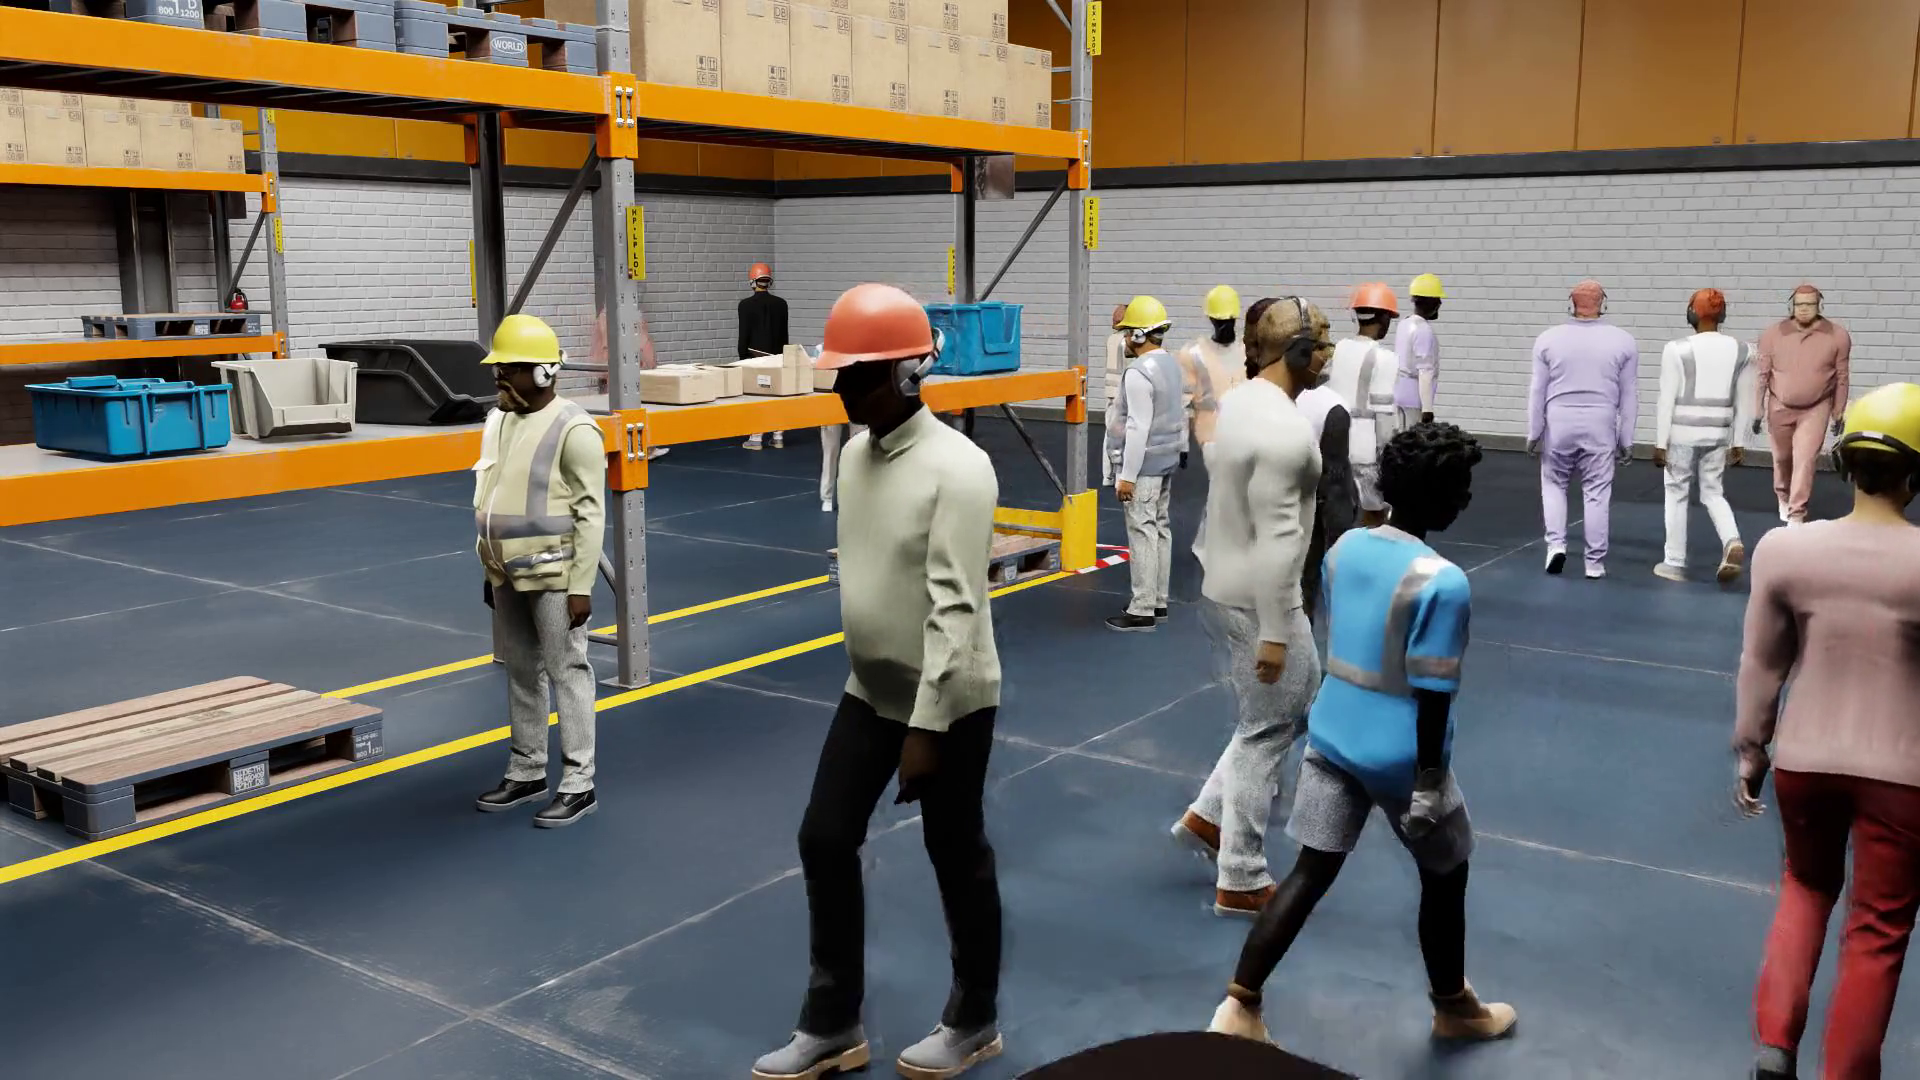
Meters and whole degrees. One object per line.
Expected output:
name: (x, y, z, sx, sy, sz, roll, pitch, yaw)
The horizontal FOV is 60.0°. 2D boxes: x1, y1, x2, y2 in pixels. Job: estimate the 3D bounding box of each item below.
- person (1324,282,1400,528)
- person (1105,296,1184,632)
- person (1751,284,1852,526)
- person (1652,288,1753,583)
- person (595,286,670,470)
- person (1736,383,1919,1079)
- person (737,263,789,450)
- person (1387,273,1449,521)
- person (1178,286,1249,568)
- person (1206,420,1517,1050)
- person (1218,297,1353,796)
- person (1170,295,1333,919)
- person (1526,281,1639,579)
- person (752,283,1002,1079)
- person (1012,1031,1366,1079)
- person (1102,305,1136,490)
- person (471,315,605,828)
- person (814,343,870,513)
person: (2.187, -0.501, 9.424, 0.686, 1.904, 0.573, -5, 11, -29)
person: (1.002, -0.414, 9.121, 0.403, 1.833, 0.591, 4, 11, 25)
person: (6.345, -1.004, 12.582, 0.654, 1.862, 0.996, 6, 11, 31)
person: (4.619, -0.630, 10.326, 0.586, 1.862, 0.724, -1, 10, -4)
person: (-3.196, -1.630, 16.282, 0.950, 1.867, 0.660, -8, 12, -38)
person: (2.062, 0.523, 3.801, 0.411, 1.754, 0.534, -9, 13, -42)
person: (-2.126, -1.968, 17.896, 0.622, 1.993, 0.382, -7, 12, -37)
person: (3.515, -1.070, 12.747, 0.381, 1.924, 0.594, -1, 10, -4)
person: (1.683, -0.677, 10.615, 0.616, 1.881, 1.000, -3, 10, -15)
person: (1.014, 0.520, 4.103, 0.883, 1.643, 0.540, -5, 11, -25)
person: (1.231, 0.061, 6.119, 0.560, 1.901, 0.584, -6, 11, -32)
person: (0.969, 0.207, 5.170, 0.450, 1.915, 0.644, 0, 10, -2)
person: (3.982, -0.692, 10.641, 0.662, 1.891, 0.450, 3, 10, 19)
person: (-0.190, 0.386, 3.956, 0.785, 1.959, 0.618, -8, 12, -40)
person: (0.243, 0.917, 1.008, 0.656, 1.893, 0.584, 2, 10, 10)
person: (1.438, -1.258, 14.725, 0.312, 1.639, 0.518, -3, 10, -19)
person: (-1.533, 0.110, 6.000, 0.591, 1.833, 0.403, 7, 12, 36)
person: (-0.925, -1.034, 13.419, 0.525, 1.634, 0.311, -2, 10, -10)
